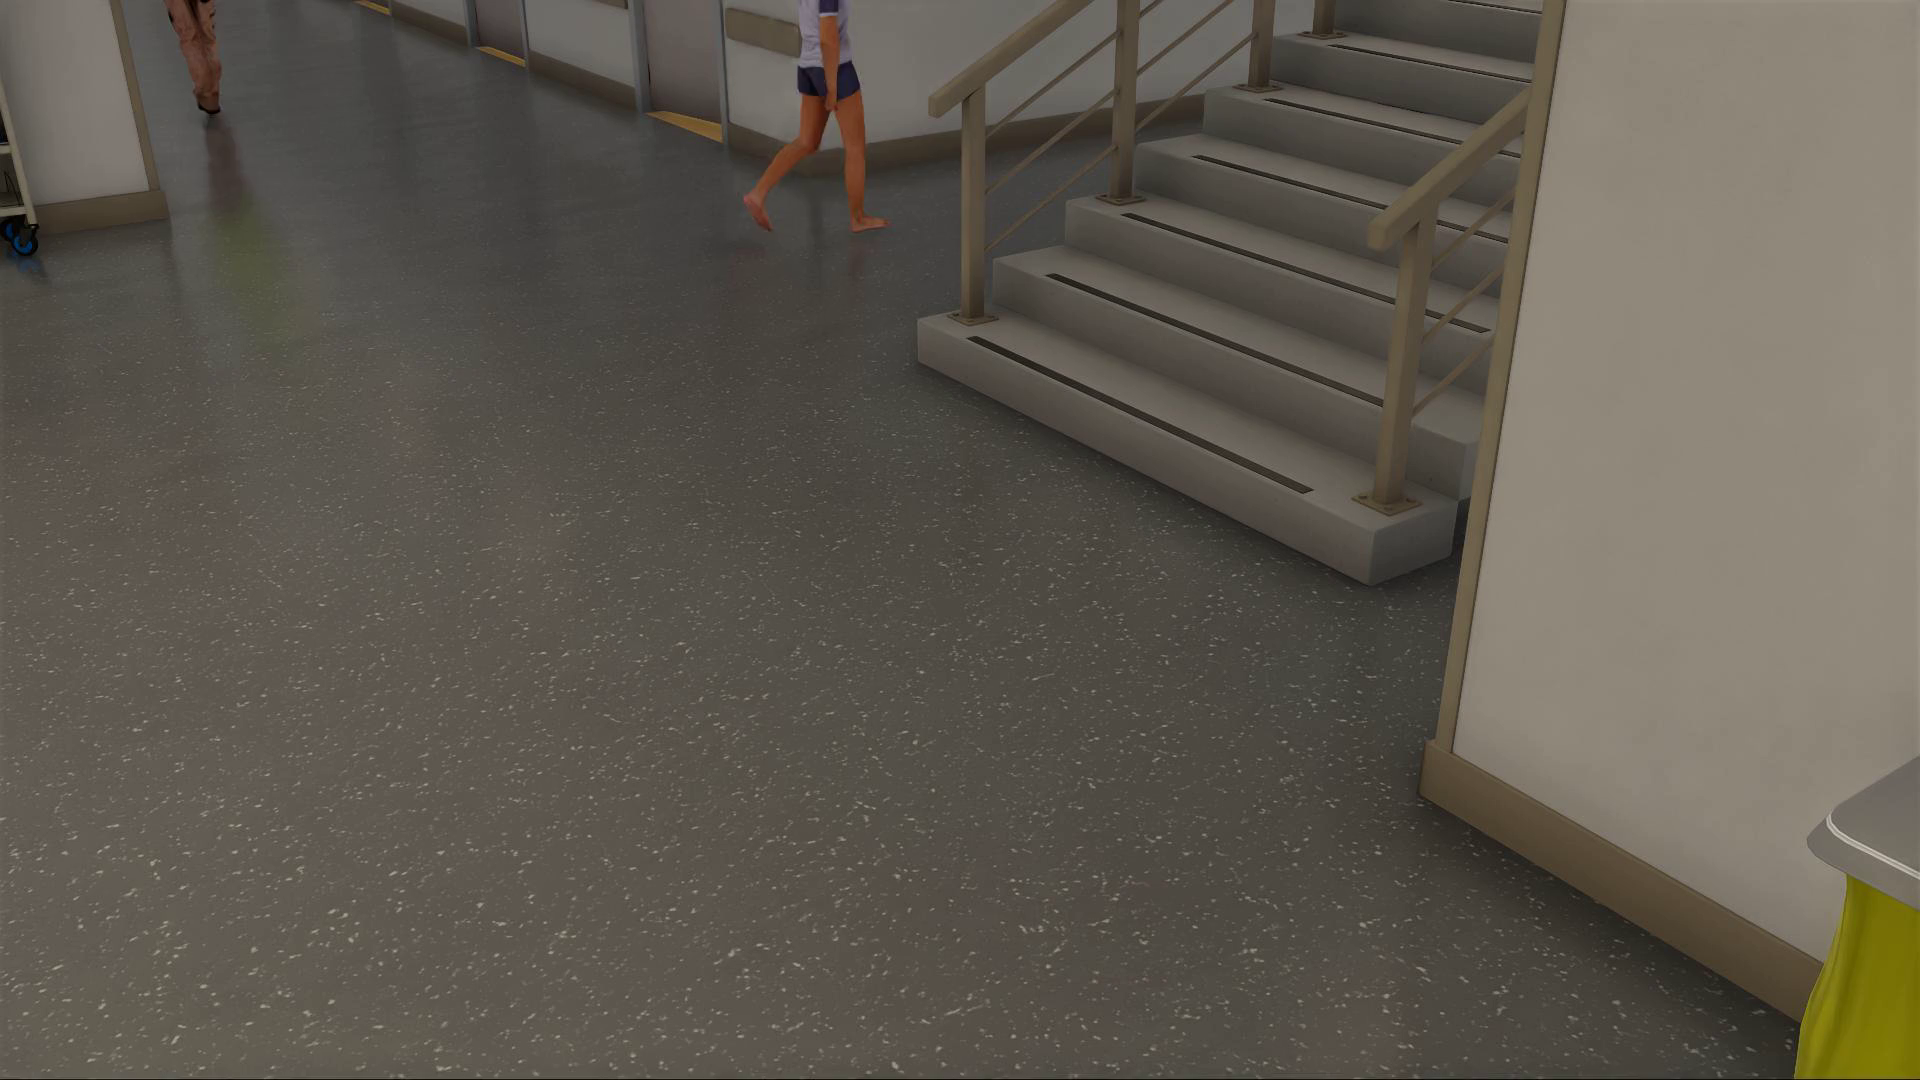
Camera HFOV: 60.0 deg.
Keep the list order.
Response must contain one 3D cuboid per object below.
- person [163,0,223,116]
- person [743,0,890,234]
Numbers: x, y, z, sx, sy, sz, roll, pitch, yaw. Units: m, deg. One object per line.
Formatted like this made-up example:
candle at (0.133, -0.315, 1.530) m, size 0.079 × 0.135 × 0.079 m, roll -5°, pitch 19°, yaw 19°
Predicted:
person at (-5.404, -3.874, 11.623) m, size 1.098 × 1.785 × 0.775 m, roll -18°, pitch 31°, yaw -32°
person at (-0.775, -2.408, 8.668) m, size 1.065 × 1.710 × 0.657 m, roll -13°, pitch 29°, yaw -25°
